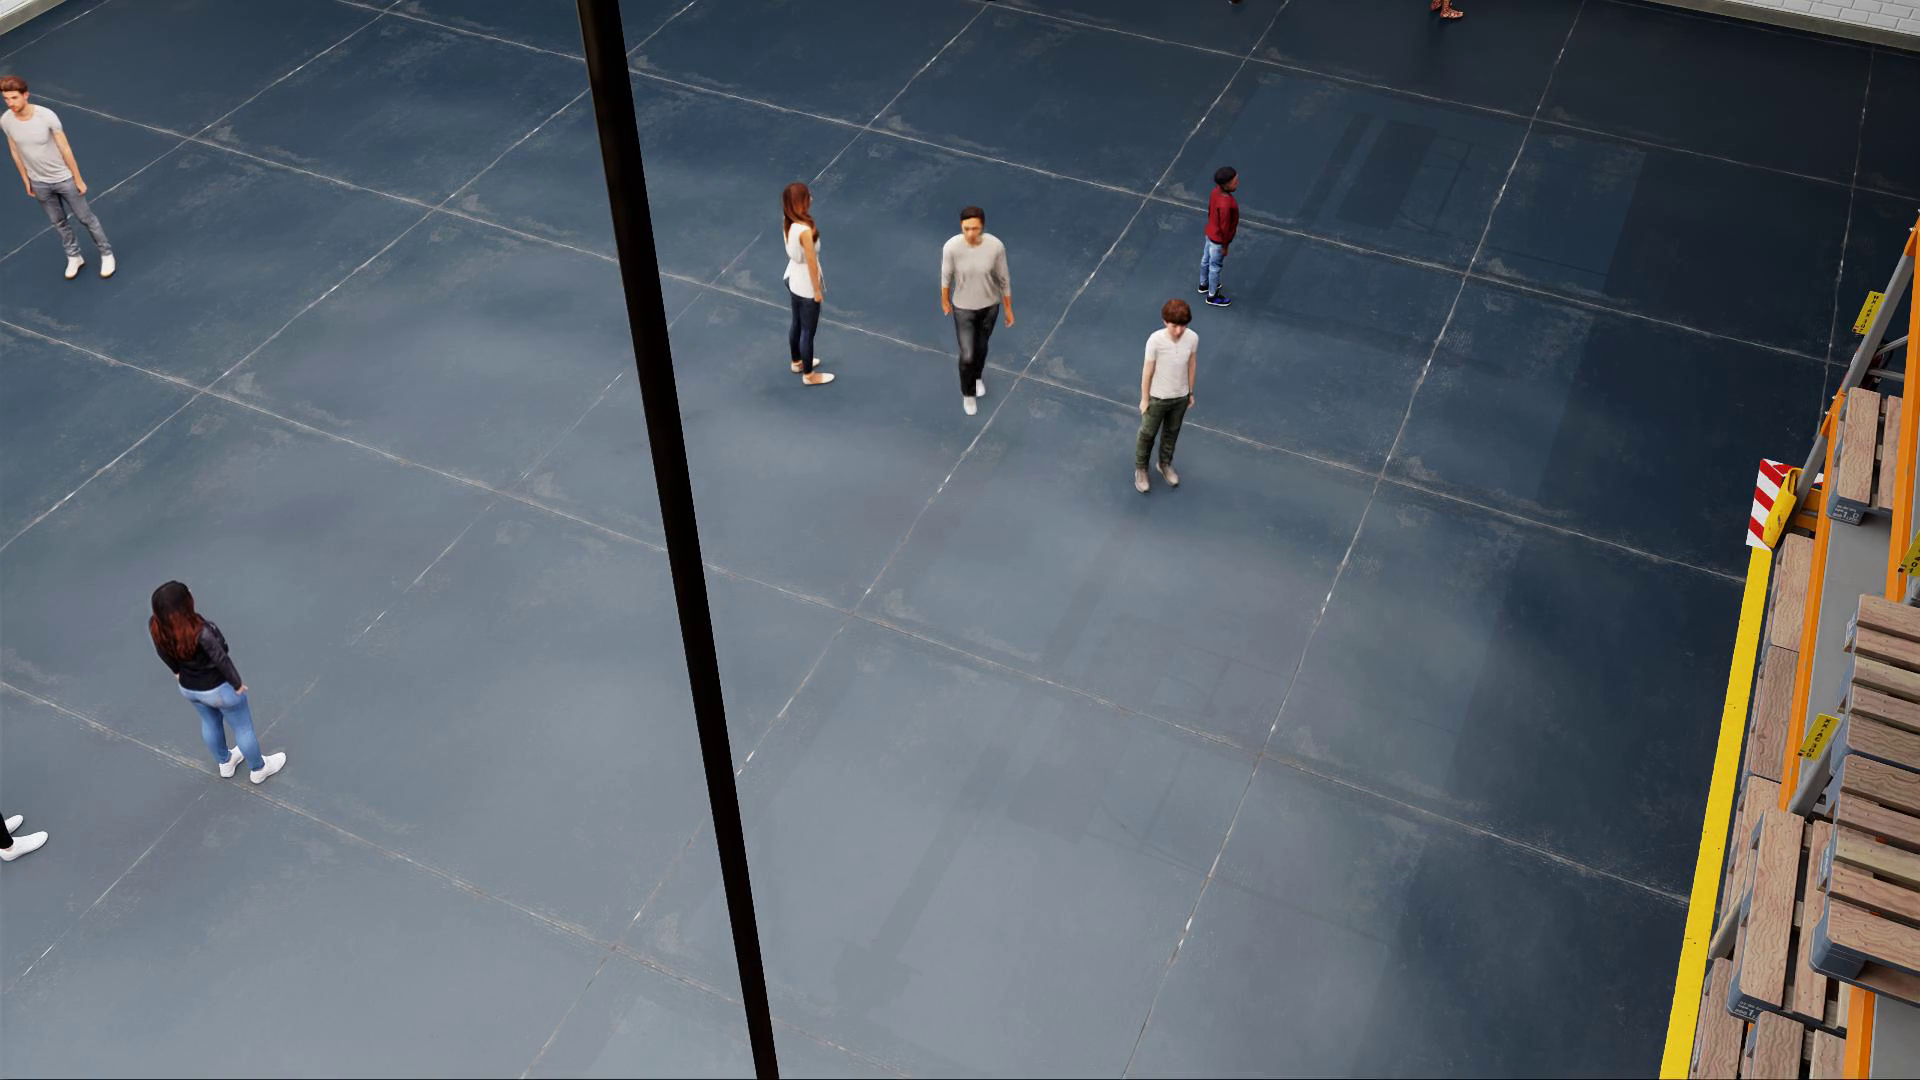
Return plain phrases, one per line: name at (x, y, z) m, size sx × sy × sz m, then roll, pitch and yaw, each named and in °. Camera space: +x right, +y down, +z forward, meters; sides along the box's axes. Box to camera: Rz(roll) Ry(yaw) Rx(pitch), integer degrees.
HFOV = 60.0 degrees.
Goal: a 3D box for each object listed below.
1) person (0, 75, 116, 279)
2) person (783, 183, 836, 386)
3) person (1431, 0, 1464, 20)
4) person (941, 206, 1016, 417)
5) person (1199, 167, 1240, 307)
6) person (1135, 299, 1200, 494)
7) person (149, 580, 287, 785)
person at (-7.699, -3.093, 14.128) m, size 0.721 × 1.892 × 0.713 m, roll -3°, pitch 44°, yaw -3°
person at (-1.245, -2.017, 13.078) m, size 0.717 × 1.784 × 0.680 m, roll -20°, pitch 47°, yaw -19°
person at (5.318, -6.442, 17.769) m, size 0.731 × 1.719 × 0.655 m, roll -10°, pitch 45°, yaw -11°
person at (0.103, -1.890, 12.939) m, size 0.877 × 1.791 × 0.940 m, roll -9°, pitch 44°, yaw -9°
person at (2.177, -2.583, 14.056) m, size 0.646 × 1.255 × 0.567 m, roll -7°, pitch 44°, yaw -8°
person at (1.516, -1.077, 12.185) m, size 0.667 × 1.653 × 0.713 m, roll -11°, pitch 45°, yaw -11°
person at (-4.584, 0.865, 10.161) m, size 0.656 × 1.633 × 0.581 m, roll 12°, pitch 45°, yaw 13°
